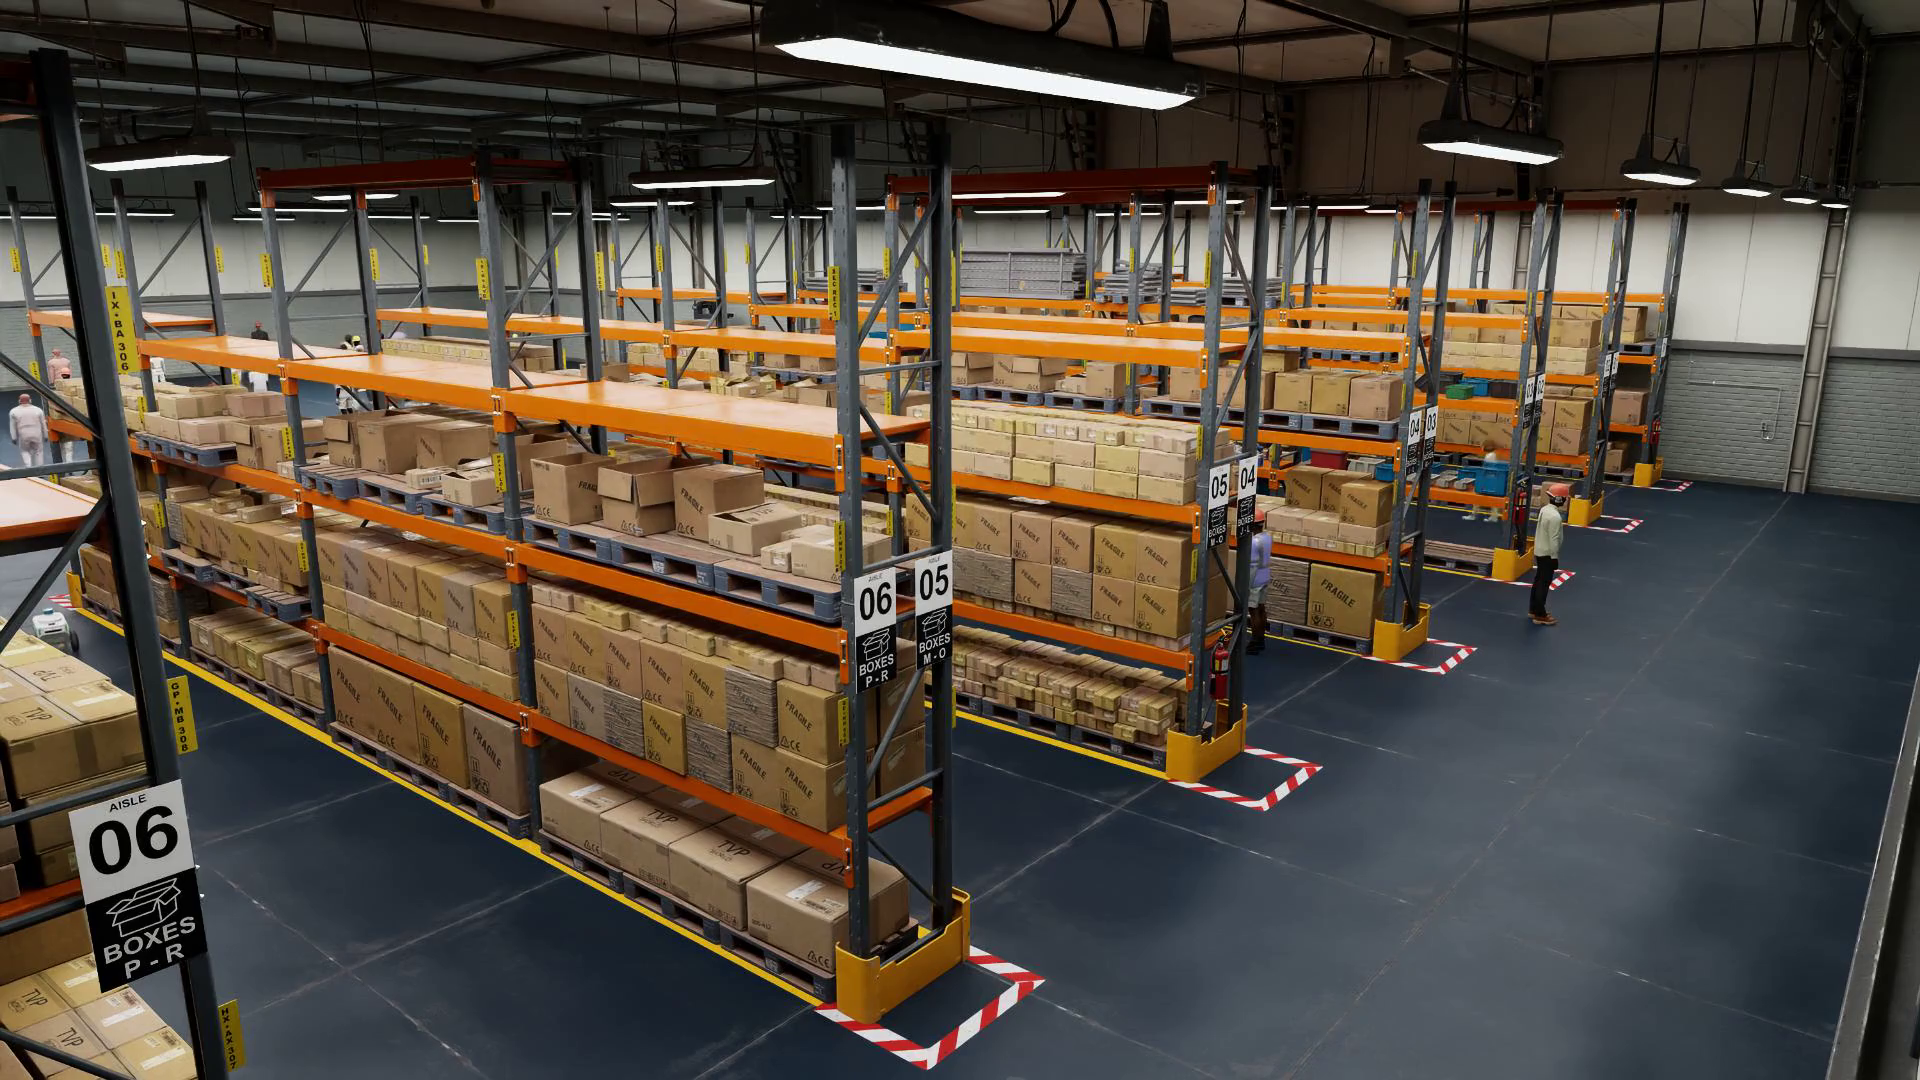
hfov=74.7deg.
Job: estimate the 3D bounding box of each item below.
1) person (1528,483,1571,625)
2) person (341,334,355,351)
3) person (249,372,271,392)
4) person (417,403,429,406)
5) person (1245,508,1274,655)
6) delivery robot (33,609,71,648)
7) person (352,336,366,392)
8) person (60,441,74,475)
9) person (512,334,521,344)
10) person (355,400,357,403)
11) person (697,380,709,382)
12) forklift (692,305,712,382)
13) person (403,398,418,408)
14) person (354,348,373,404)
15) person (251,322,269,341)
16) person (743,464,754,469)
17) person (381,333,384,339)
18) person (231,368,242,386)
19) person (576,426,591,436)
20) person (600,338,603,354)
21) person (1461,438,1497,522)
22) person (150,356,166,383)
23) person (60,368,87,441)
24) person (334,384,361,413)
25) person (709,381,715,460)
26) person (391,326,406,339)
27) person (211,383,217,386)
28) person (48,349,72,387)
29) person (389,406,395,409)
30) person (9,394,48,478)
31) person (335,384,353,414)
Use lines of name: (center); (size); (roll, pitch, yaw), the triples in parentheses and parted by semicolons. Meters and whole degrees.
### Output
person: (8.313, 0.180, 17.761); (0.407, 1.986, 0.618); (3, 14, 10)
person: (-22.096, -6.578, 45.920); (0.816, 1.815, 0.630); (1, 14, 5)
person: (-20.037, -4.200, 36.086); (0.561, 1.822, 0.933); (-9, 16, -32)
person: (-15.760, -4.348, 36.794); (0.633, 1.799, 0.978); (-6, 15, -22)
person: (3.841, 0.529, 16.436); (0.374, 1.927, 0.542); (10, 17, 35)
delivery robot: (-12.011, 1.150, 16.635); (0.477, 0.478, 0.707); (-11, 18, -39)
person: (-20.938, -6.149, 43.908); (0.374, 1.924, 0.594); (-2, 14, -8)
person: (-20.492, -2.302, 28.746); (0.503, 1.605, 0.791); (-8, 16, -29)
person: (-16.479, -6.786, 46.862); (0.528, 1.767, 0.329); (-2, 14, -10)
person: (-19.426, -5.036, 39.949); (0.342, 1.617, 0.529); (-2, 14, -9)
person: (-7.104, -4.029, 35.180); (0.658, 1.930, 0.615); (3, 14, 11)
forklift: (-9.511, -7.392, 47.124); (1.873, 2.768, 1.129); (11, 17, 38)
person: (-12.804, -2.611, 29.522); (0.526, 1.849, 0.538); (1, 14, 3)
person: (-19.236, -5.229, 40.423); (0.529, 1.799, 0.751); (12, 18, 40)
person: (-27.575, -7.584, 49.676); (0.623, 1.989, 0.391); (-10, 17, -36)
person: (-3.519, -0.458, 21.108); (0.279, 1.633, 0.505); (9, 16, 33)
person: (-20.705, -6.469, 45.242); (0.597, 1.918, 0.379); (-9, 16, -33)
person: (-22.700, -4.993, 39.202); (0.639, 1.896, 0.965); (1, 14, 4)
person: (-9.953, -3.411, 33.194); (0.551, 1.648, 0.876); (-12, 18, -40)
person: (-14.426, -7.604, 50.089); (0.404, 1.829, 0.600); (-11, 18, -39)
person: (9.950, -1.139, 23.986); (0.746, 1.603, 0.505); (8, 16, 30)
person: (-26.590, -5.473, 41.725); (0.309, 1.641, 0.514); (11, 18, 39)
person: (-23.596, -3.599, 33.394); (0.548, 1.936, 0.378); (-7, 15, -26)
person: (-18.748, -4.811, 38.484); (1.010, 1.897, 0.646); (5, 15, 21)
person: (-5.807, -2.939, 30.512); (0.605, 2.022, 0.636); (-9, 17, -34)
person: (-22.268, -7.593, 50.014); (0.644, 1.861, 1.025); (-2, 14, -9)
person: (-18.235, -2.956, 30.989); (0.589, 1.830, 1.015); (7, 15, 27)
person: (-27.901, -4.960, 39.060); (0.408, 1.908, 0.643); (6, 15, 24)
person: (-13.043, -2.407, 28.608); (0.355, 1.884, 0.572); (5, 15, 19)
person: (-20.906, -2.333, 28.304); (0.712, 1.885, 0.454); (-10, 17, -36)
person: (-17.071, -3.976, 34.884); (0.365, 1.964, 0.610); (4, 14, 14)
